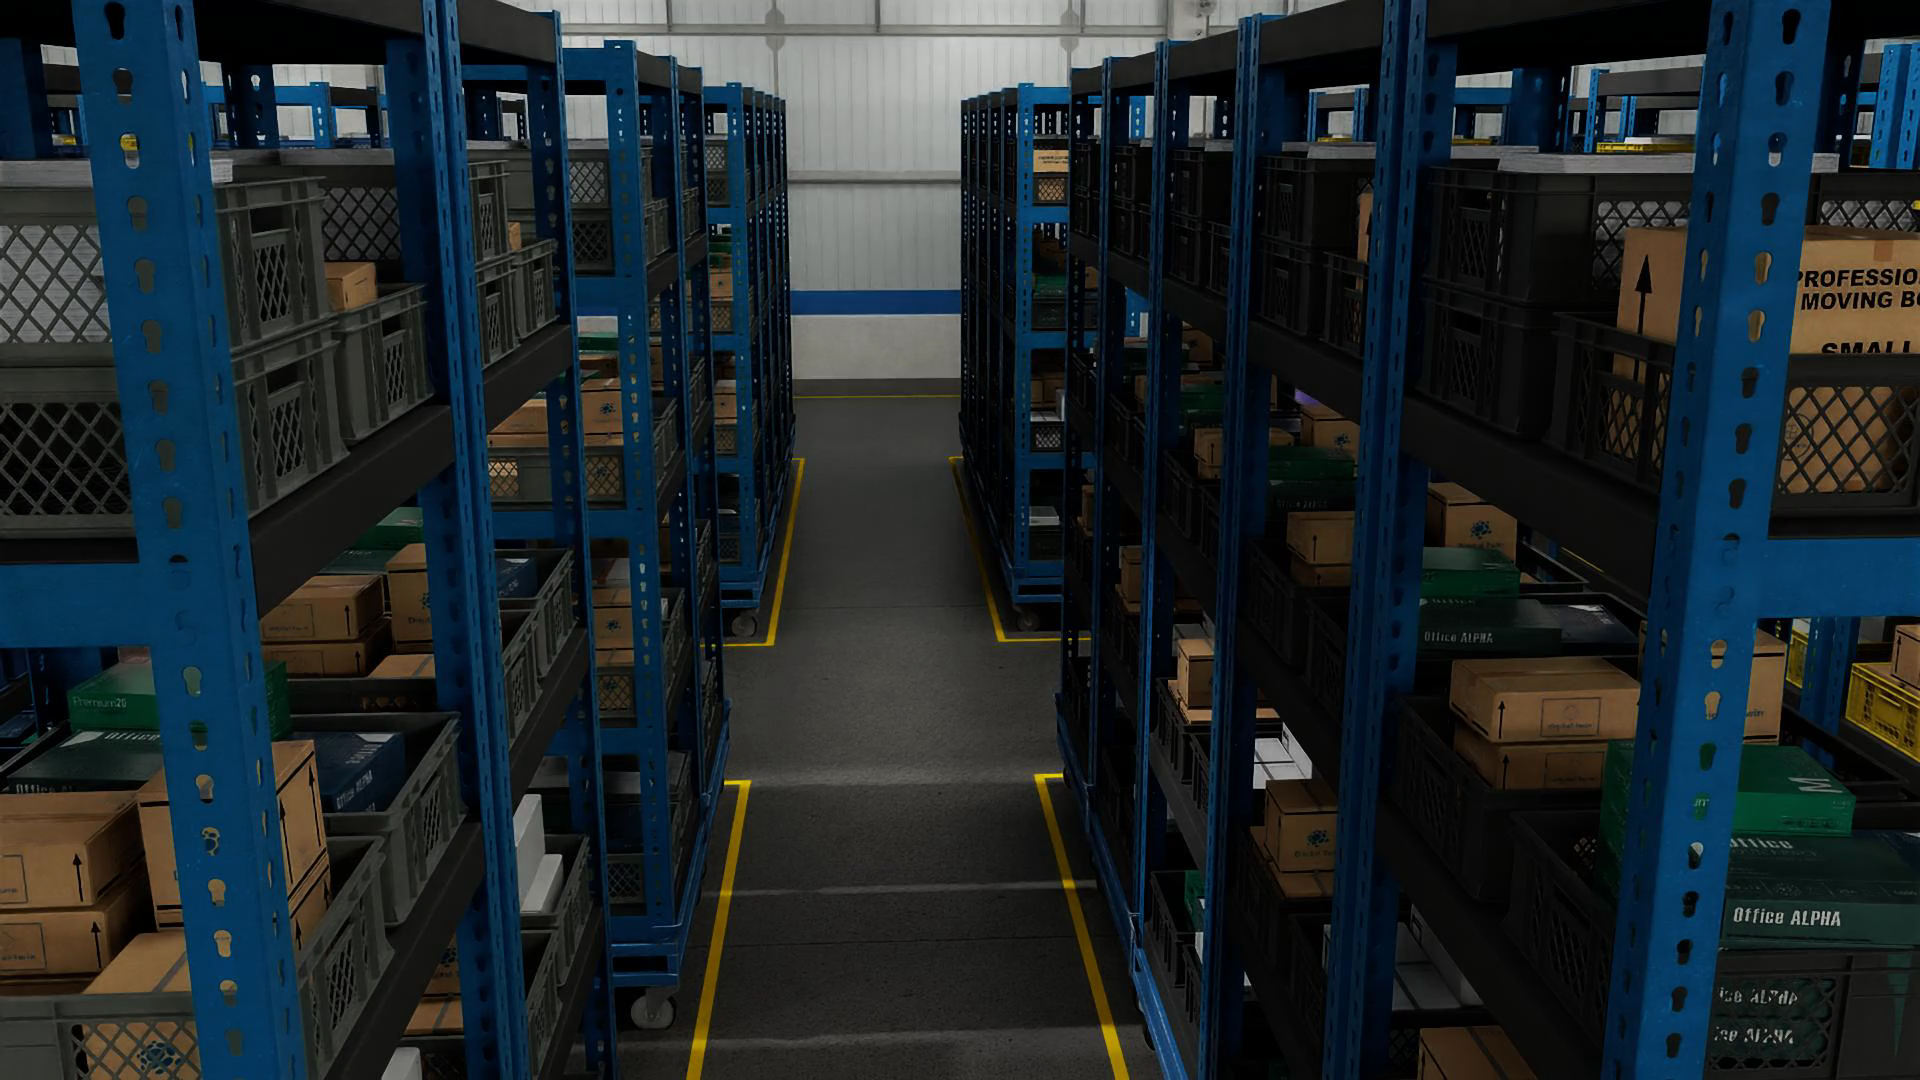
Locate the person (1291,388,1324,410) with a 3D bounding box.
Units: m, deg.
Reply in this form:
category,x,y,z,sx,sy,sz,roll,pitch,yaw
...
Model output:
category,x,y,z,sx,sy,sz,roll,pitch,yaw
person,2.308,-0.500,12.020,0.617,1.807,0.709,0,14,1
